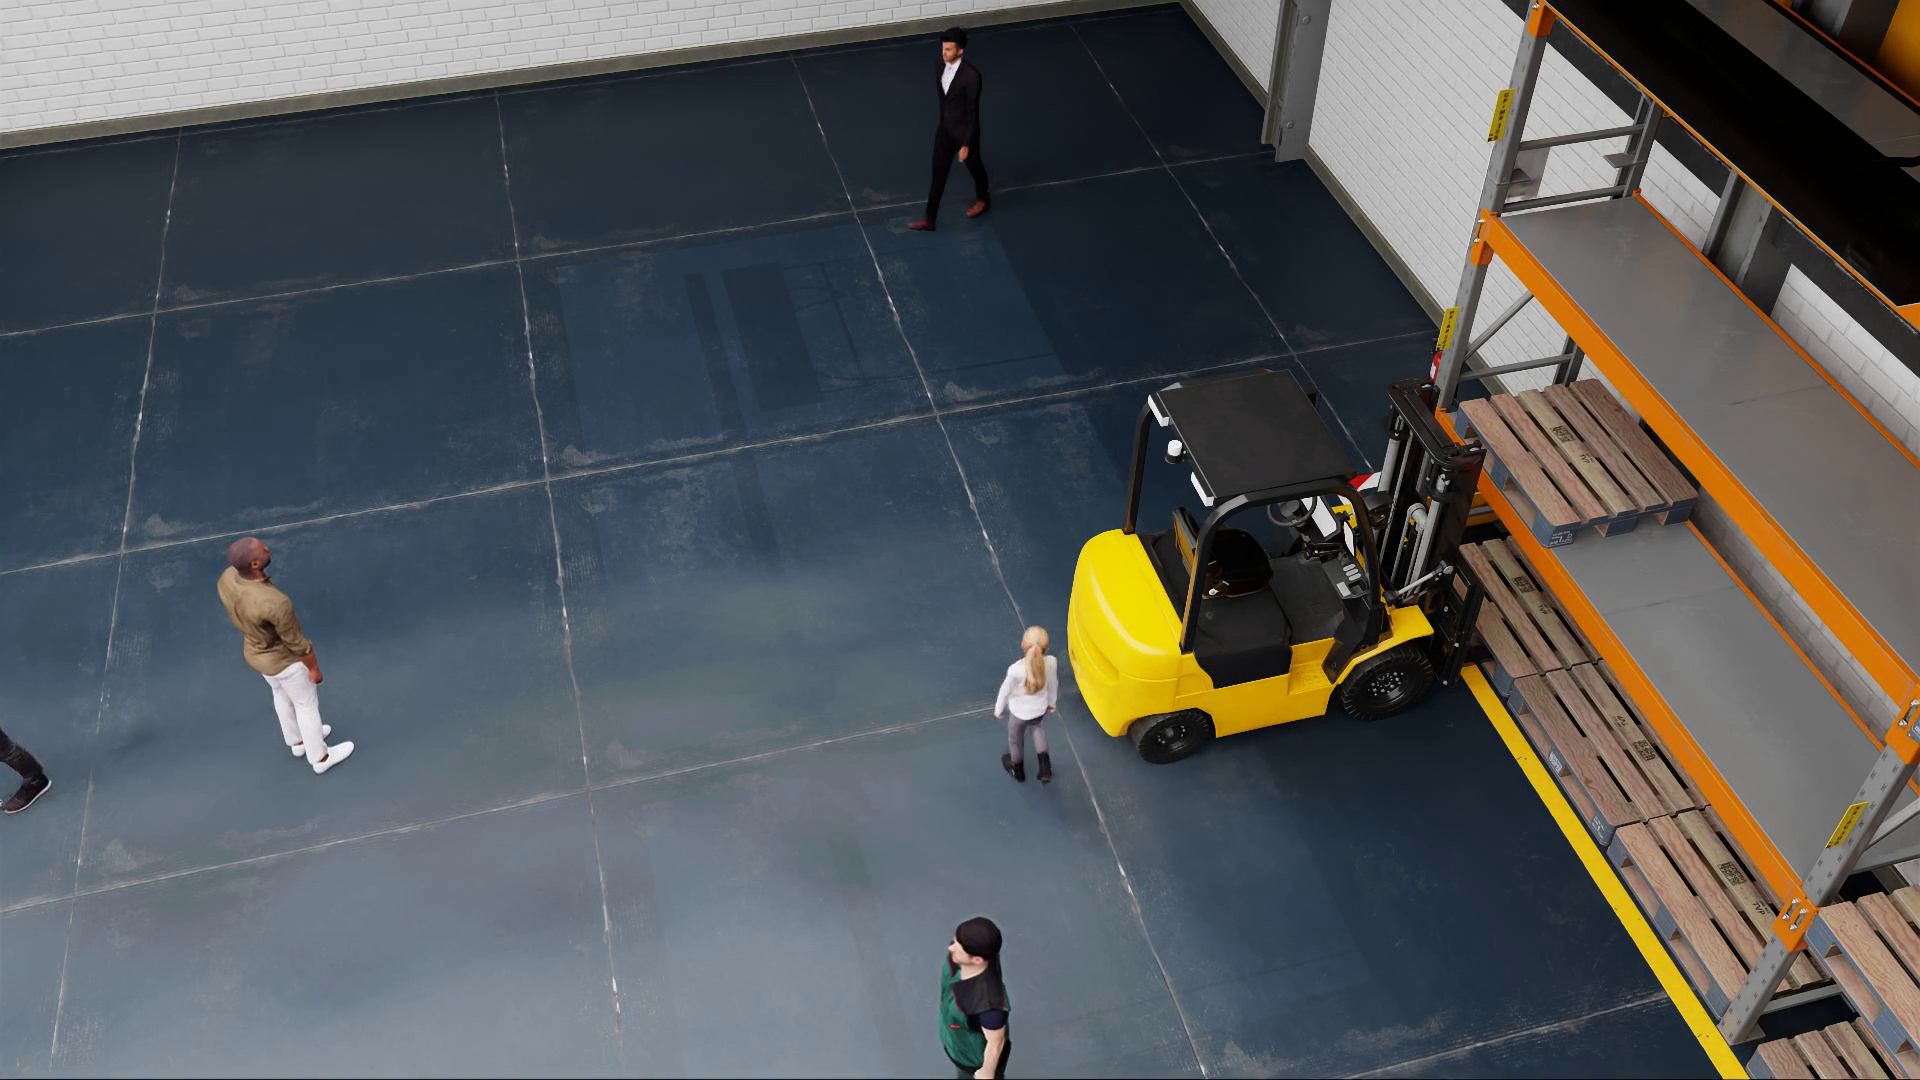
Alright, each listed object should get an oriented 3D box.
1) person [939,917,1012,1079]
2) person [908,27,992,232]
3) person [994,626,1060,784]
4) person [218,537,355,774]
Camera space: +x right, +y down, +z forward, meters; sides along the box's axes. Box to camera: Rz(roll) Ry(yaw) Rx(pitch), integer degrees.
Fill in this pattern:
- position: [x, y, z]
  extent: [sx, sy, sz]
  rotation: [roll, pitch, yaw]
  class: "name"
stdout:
- position: [0.088, 2.393, 8.052]
  extent: [0.724, 1.900, 0.505]
  rotation: [-9, 44, -9]
  class: "person"
- position: [0.069, -3.545, 14.334]
  extent: [1.136, 1.834, 1.225]
  rotation: [-34, 53, -30]
  class: "person"
- position: [0.437, 1.041, 9.931]
  extent: [0.574, 1.266, 0.667]
  rotation: [-19, 47, -19]
  class: "person"
- position: [-4.056, 0.688, 9.903]
  extent: [0.771, 1.816, 0.842]
  rotation: [23, 48, 23]
  class: "person"
